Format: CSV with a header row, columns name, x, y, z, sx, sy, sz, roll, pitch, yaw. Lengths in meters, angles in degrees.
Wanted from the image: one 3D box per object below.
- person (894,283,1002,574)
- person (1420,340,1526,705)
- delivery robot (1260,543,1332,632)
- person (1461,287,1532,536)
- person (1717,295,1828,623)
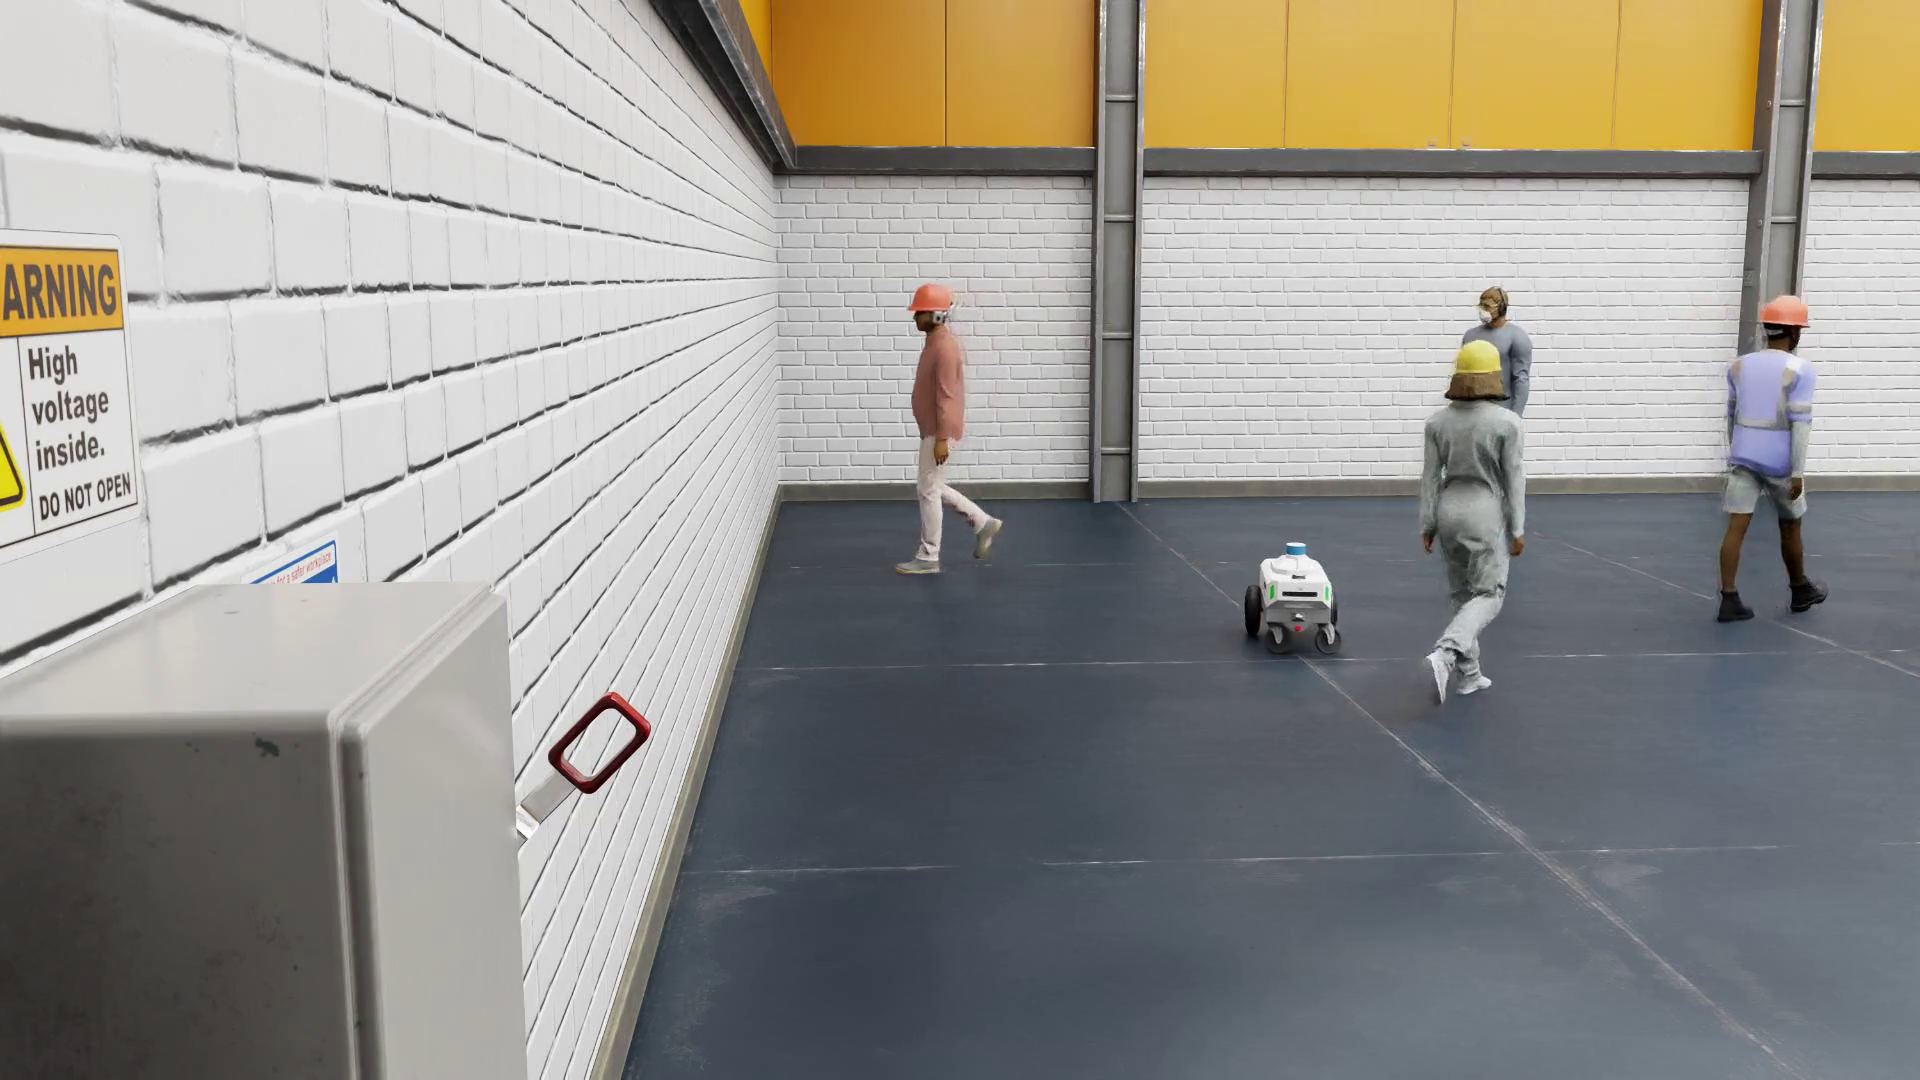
name,x,y,z,sx,sy,sz,roll,pitch,yaw
person,-0.082,-0.749,11.279,0.692,1.971,0.625,-2,9,-12
person,2.379,-0.077,7.827,0.715,1.722,0.491,-8,12,-43
delivery robot,1.829,0.259,9.086,0.477,0.478,0.707,1,9,7
person,4.106,-0.978,12.868,0.489,1.934,0.651,-6,11,-34
person,4.808,-0.476,9.786,0.948,1.893,0.566,-6,11,-33
